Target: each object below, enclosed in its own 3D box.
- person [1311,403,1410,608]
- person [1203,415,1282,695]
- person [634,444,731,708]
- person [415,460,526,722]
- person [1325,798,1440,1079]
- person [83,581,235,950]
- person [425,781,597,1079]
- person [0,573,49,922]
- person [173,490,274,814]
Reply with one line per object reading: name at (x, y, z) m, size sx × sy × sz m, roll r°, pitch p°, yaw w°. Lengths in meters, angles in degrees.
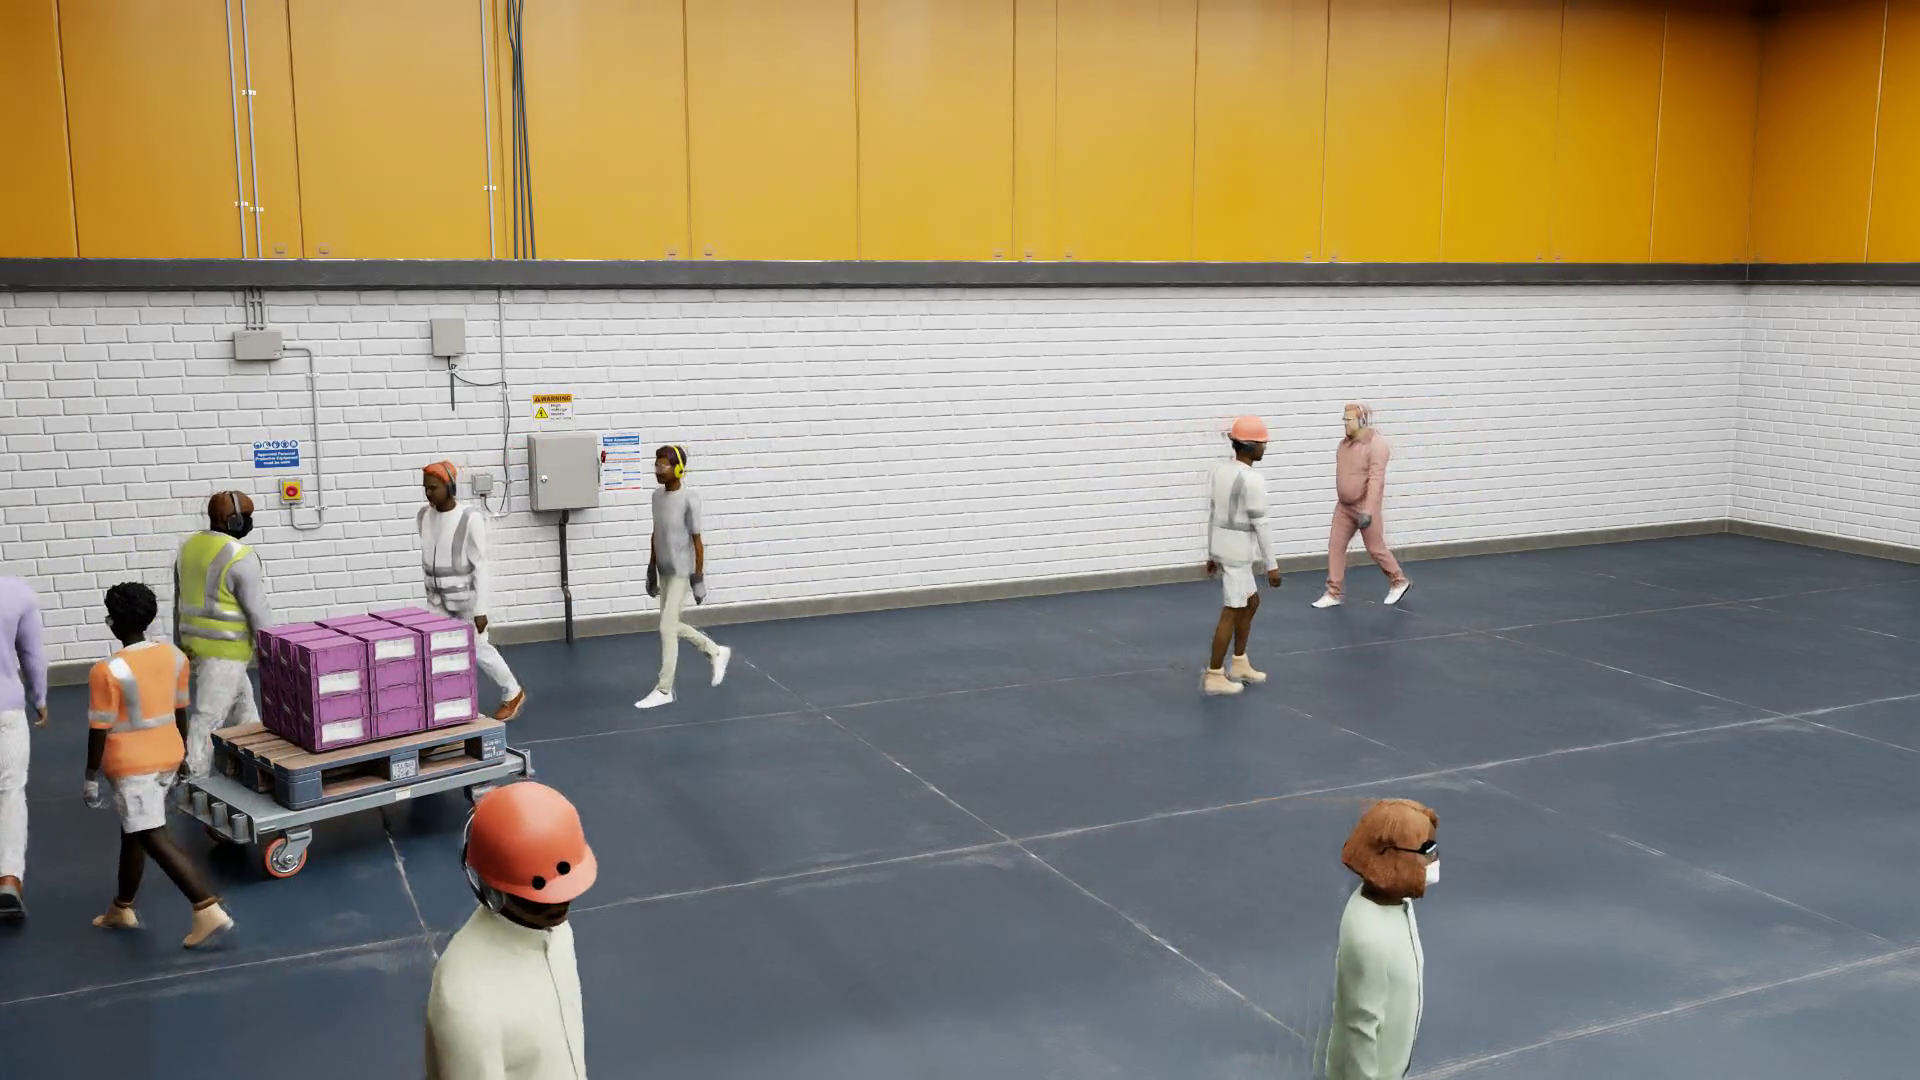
person at (3.675, -0.314, 15.072) m, size 0.921 × 1.869 × 0.640 m, roll -5°, pitch 10°, yaw -29°
person at (2.065, 0.115, 11.935) m, size 0.752 × 2.019 × 0.624 m, roll -2°, pitch 9°, yaw -14°
person at (-1.974, 0.229, 11.752) m, size 0.784 × 1.852 × 0.523 m, roll -8°, pitch 12°, yaw -41°
person at (-3.271, 0.375, 10.912) m, size 0.588 × 1.840 × 1.001 m, roll 4°, pitch 10°, yaw 25°
person at (1.111, 1.489, 4.615) m, size 0.421 × 1.619 × 0.511 m, roll 4°, pitch 10°, yaw 24°
person at (-3.639, 1.019, 7.499) m, size 0.831 × 1.675 × 0.537 m, roll 2°, pitch 9°, yaw 13°
person at (-1.013, 1.462, 3.795) m, size 0.542 × 1.944 × 0.657 m, roll 1°, pitch 9°, yaw 5°
person at (-4.641, 0.835, 7.839) m, size 0.638 × 1.905 × 0.961 m, roll -5°, pitch 11°, yaw -31°
person at (-4.136, 0.611, 9.535) m, size 0.632 × 1.793 × 0.923 m, roll 7°, pitch 12°, yaw 37°
